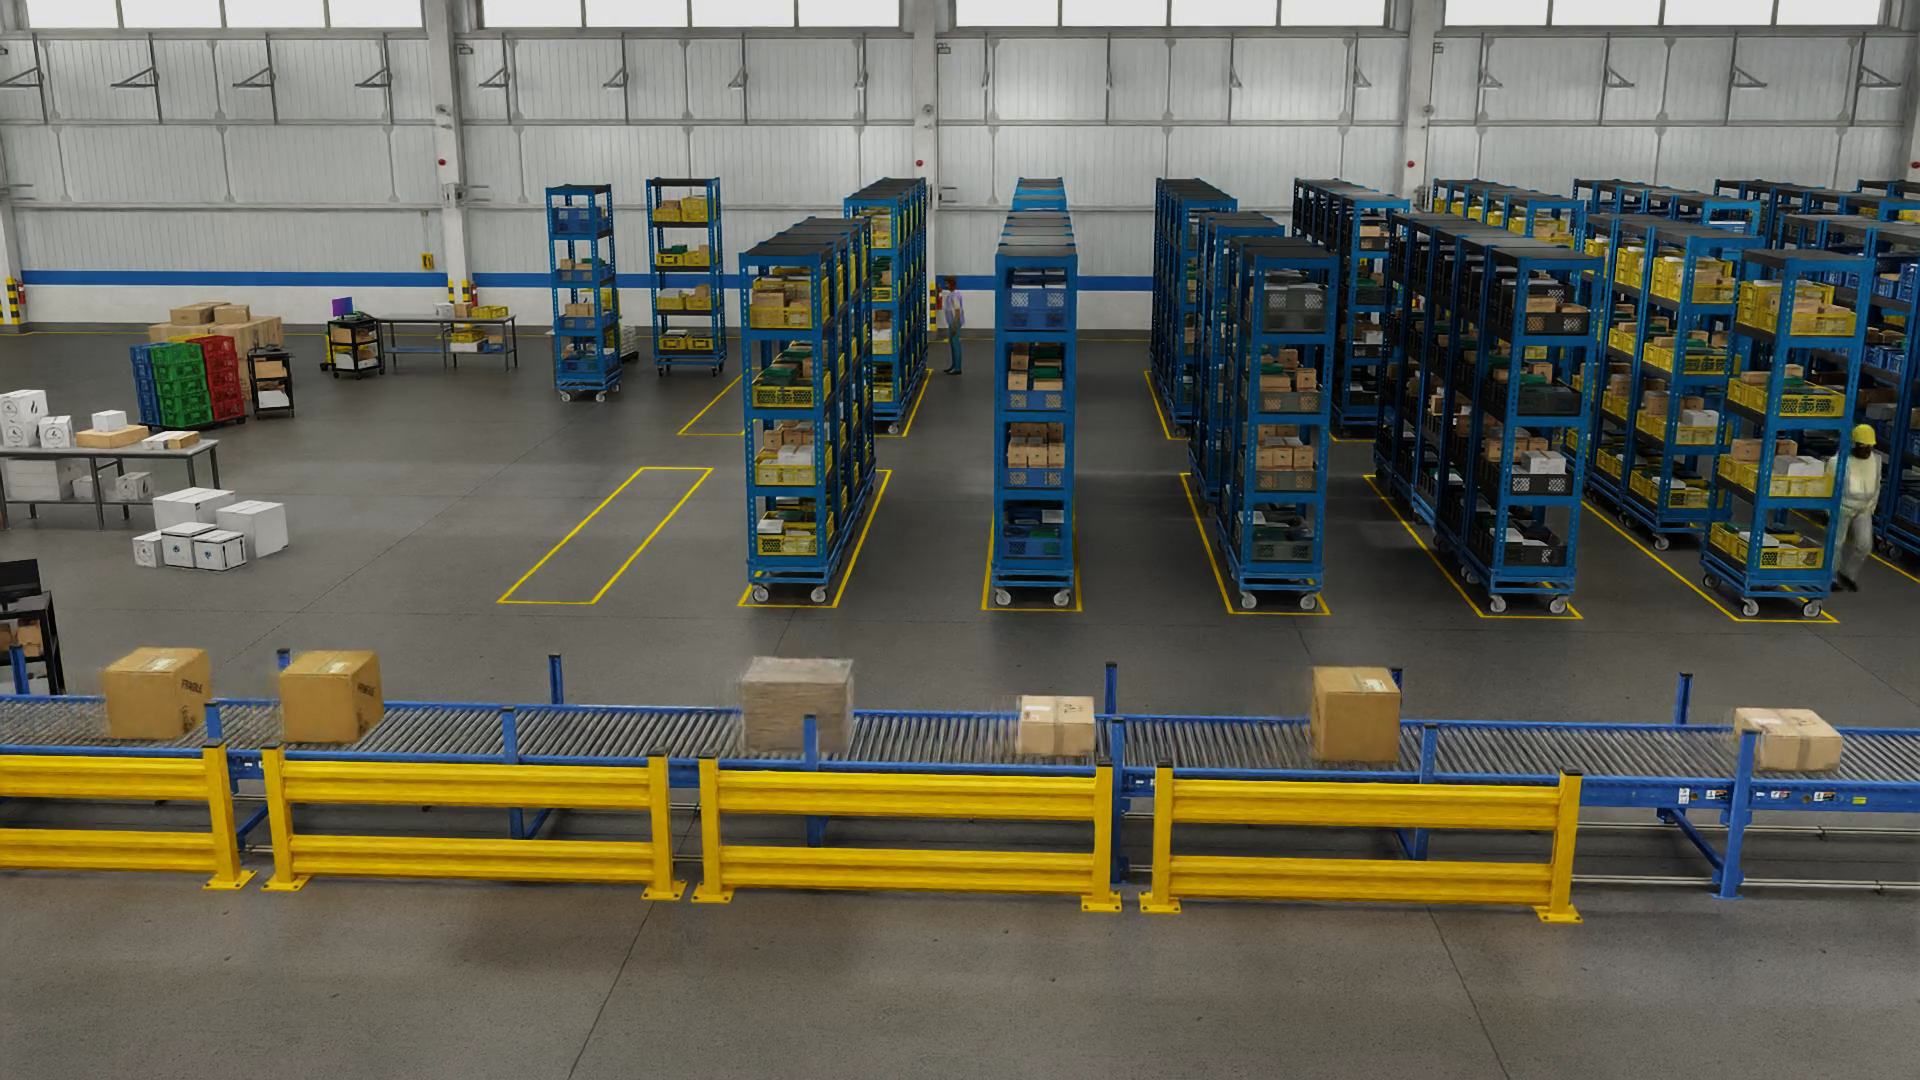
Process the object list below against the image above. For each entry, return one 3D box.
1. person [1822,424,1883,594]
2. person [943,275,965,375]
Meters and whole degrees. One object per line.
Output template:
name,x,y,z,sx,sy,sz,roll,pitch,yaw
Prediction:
person,9.265,-0.310,17.255,0.629,1.810,0.531,-1,15,-4
person,-0.101,-3.994,30.864,0.388,1.848,0.563,-2,15,-7
